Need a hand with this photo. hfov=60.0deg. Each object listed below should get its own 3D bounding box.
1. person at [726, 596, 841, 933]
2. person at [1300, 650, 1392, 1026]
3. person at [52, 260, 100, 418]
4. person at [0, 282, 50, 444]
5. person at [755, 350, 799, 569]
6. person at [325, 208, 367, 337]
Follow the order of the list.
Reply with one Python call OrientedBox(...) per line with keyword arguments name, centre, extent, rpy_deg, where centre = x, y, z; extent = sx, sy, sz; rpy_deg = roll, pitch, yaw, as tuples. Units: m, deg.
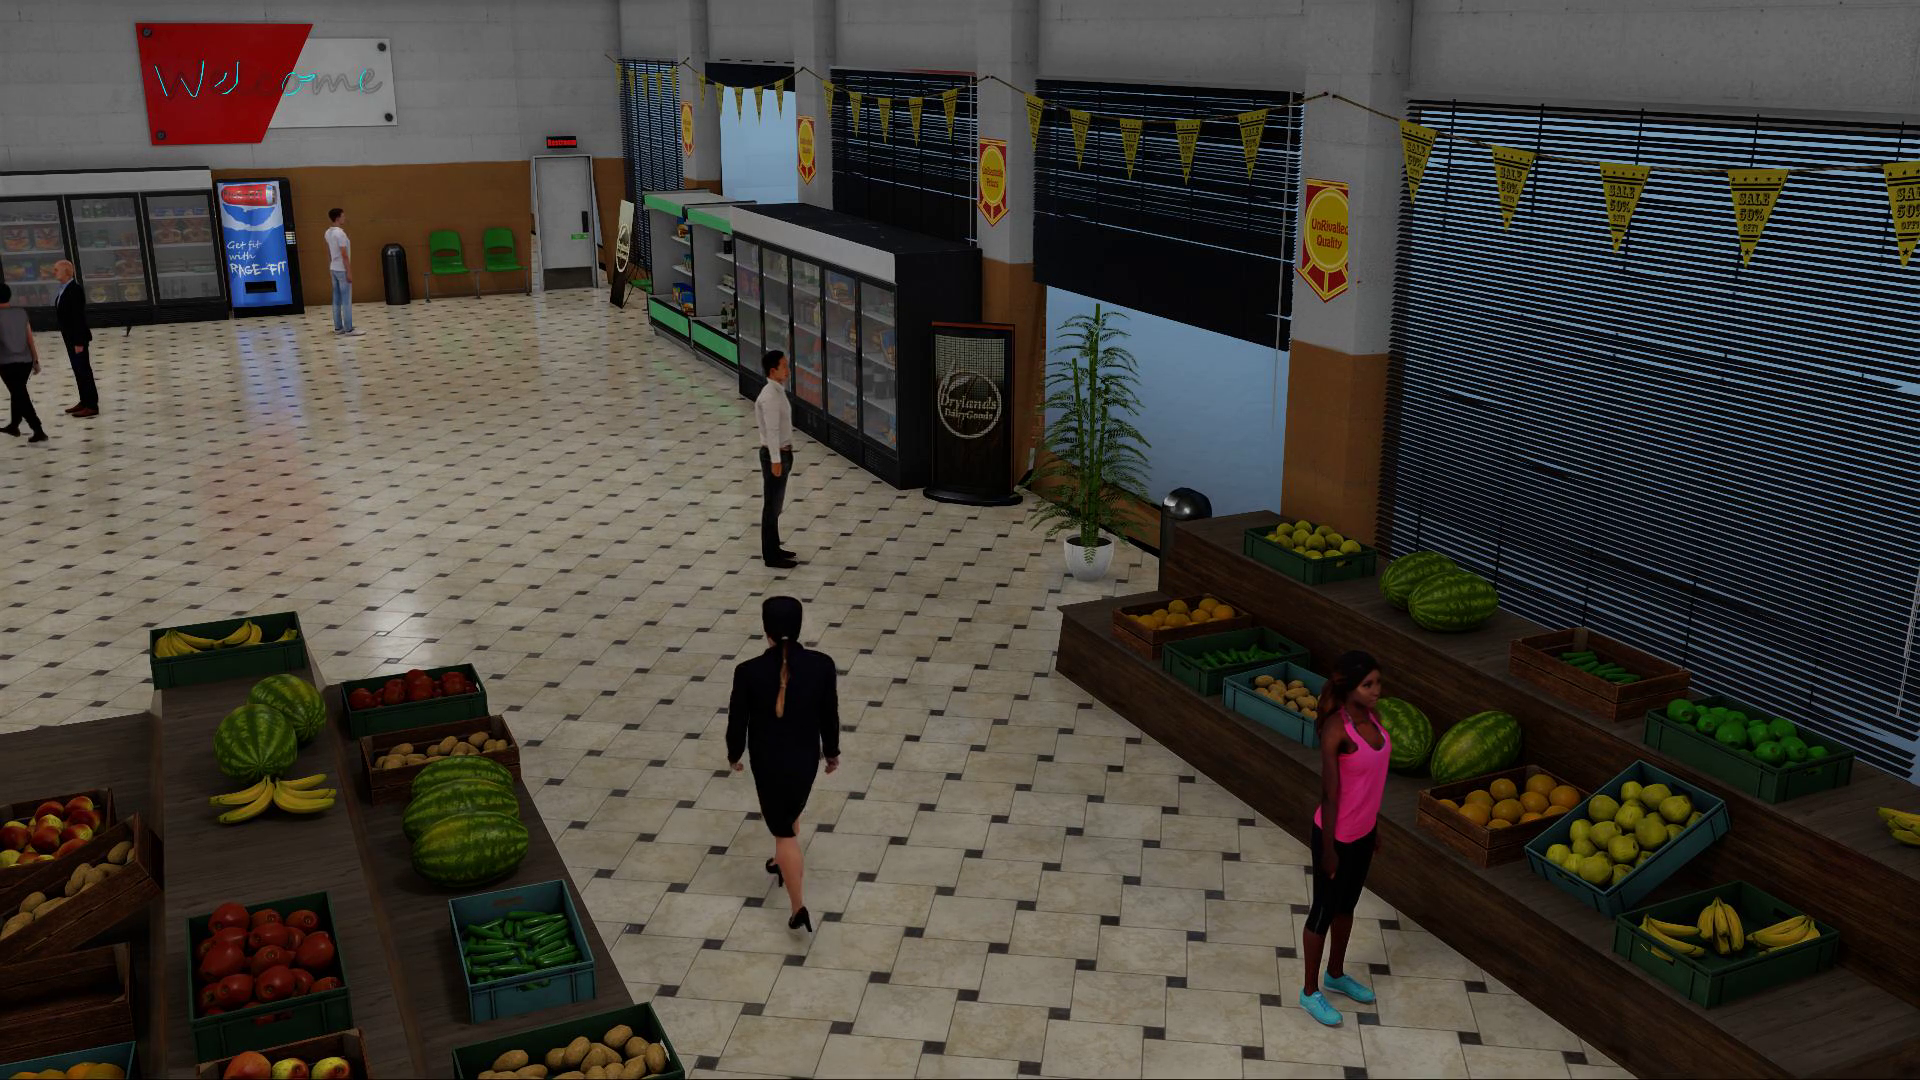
OrientedBox(name="person", centre=(-0.846, 1.135, 8.119), extent=(0.729, 1.633, 1.027), rpy_deg=(-7, 18, -20))
OrientedBox(name="person", centre=(1.712, 1.300, 7.420), extent=(0.615, 1.723, 0.632), rpy_deg=(-15, 22, -40))
OrientedBox(name="person", centre=(-10.267, -2.352, 19.314), extent=(0.791, 1.800, 0.620), rpy_deg=(-14, 22, -38))
OrientedBox(name="person", centre=(-10.109, -1.863, 17.858), extent=(1.206, 1.710, 1.094), rpy_deg=(8, 19, 25))
OrientedBox(name="person", centre=(-1.535, -0.684, 13.802), extent=(0.790, 1.810, 0.636), rpy_deg=(-1, 17, -2))
OrientedBox(name="person", centre=(-9.116, -3.945, 24.475), extent=(0.624, 1.850, 0.777), rpy_deg=(15, 23, 41))
